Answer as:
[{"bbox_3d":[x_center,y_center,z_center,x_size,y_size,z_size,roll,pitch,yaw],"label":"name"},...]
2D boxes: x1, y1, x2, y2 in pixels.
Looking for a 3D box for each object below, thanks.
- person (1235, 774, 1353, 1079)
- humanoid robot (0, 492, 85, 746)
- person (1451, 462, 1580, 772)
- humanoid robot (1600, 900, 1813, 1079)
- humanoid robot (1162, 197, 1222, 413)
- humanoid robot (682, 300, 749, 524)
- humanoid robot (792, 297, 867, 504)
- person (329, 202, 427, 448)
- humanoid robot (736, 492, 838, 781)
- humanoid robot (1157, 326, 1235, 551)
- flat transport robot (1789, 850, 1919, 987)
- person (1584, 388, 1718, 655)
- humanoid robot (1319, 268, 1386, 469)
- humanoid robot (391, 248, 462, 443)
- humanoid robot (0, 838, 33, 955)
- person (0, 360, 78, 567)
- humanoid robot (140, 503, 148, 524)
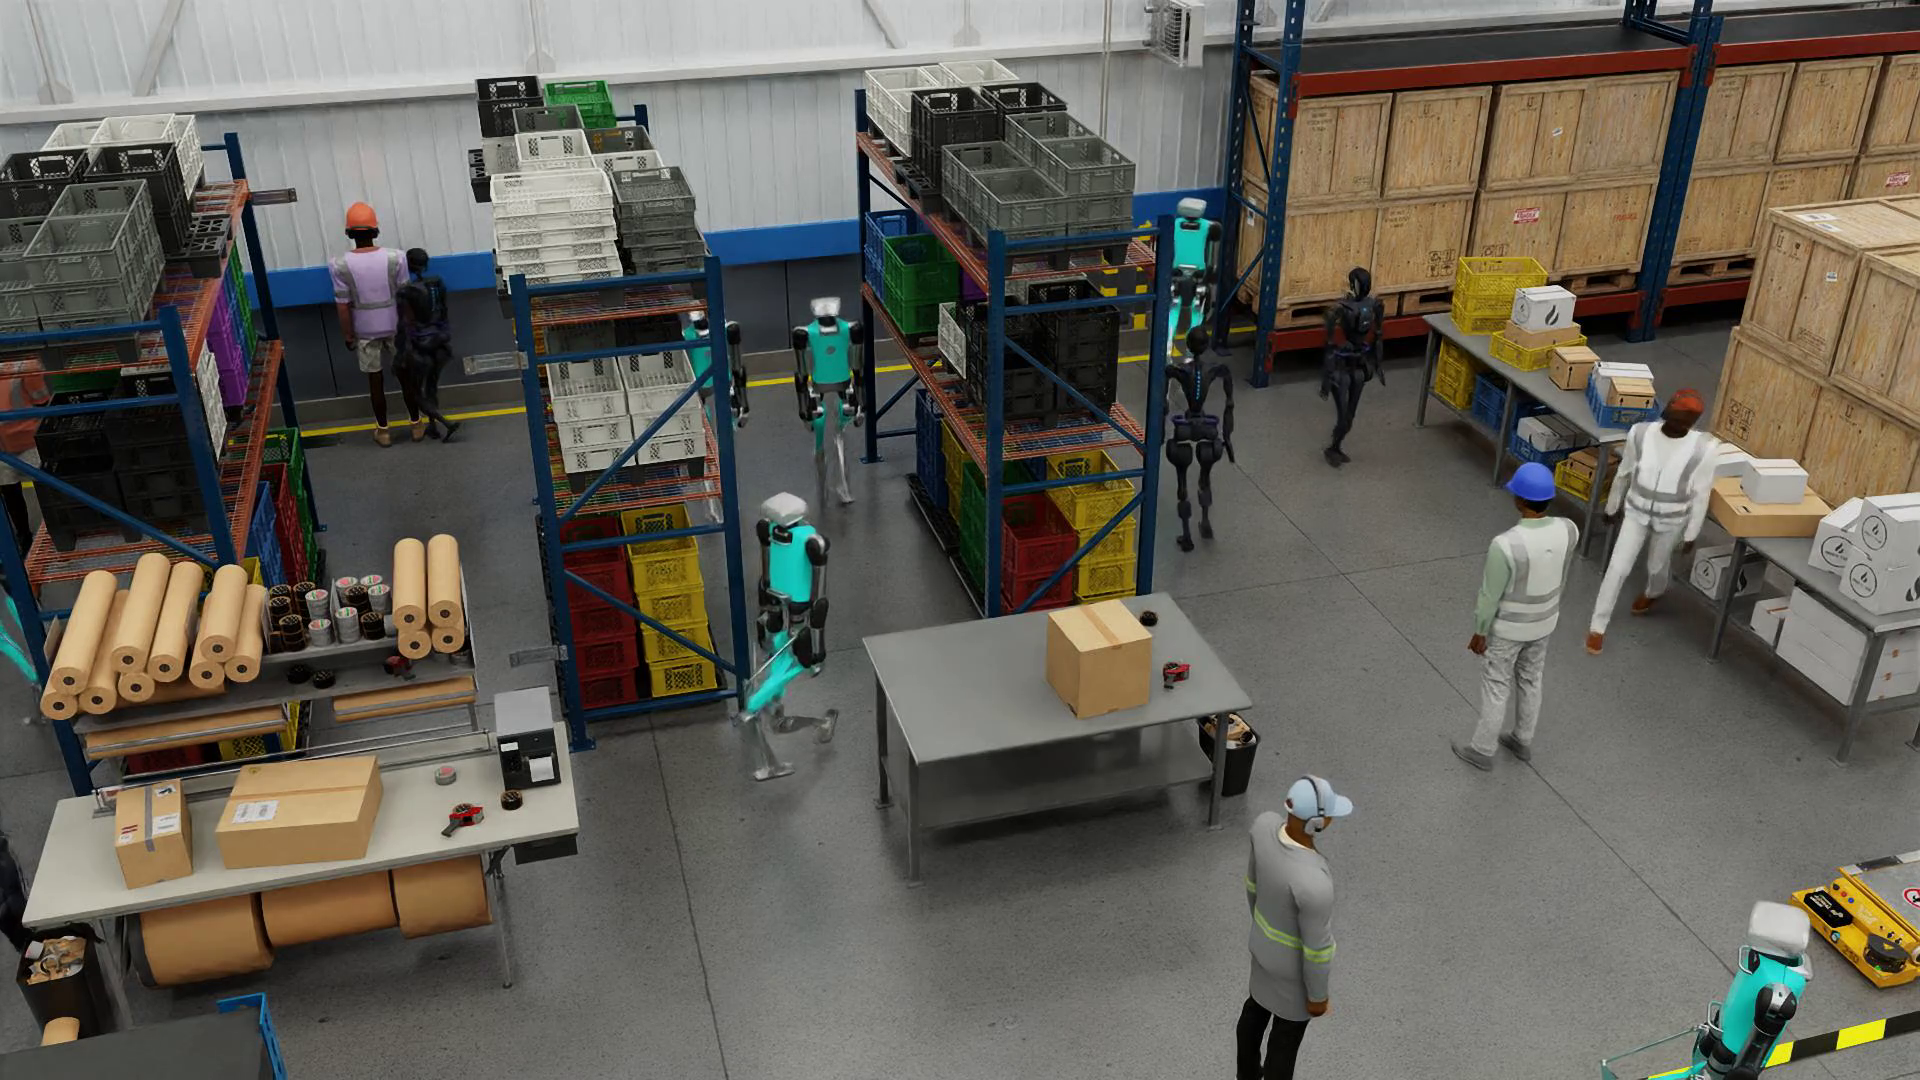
[{"bbox_3d":[1.450,1.795,7.253,0.384,1.851,0.588,-10,30,-17],"label":"person"},{"bbox_3d":[-5.528,0.499,9.819,0.796,1.850,0.554,15,32,25],"label":"humanoid robot"},{"bbox_3d":[3.208,0.452,9.610,0.605,1.939,0.421,-12,31,-21],"label":"person"},{"bbox_3d":[2.864,2.101,6.675,0.735,1.677,0.533,12,31,21],"label":"humanoid robot"},{"bbox_3d":[1.896,-1.940,14.226,0.551,1.819,0.867,7,30,13],"label":"humanoid robot"},{"bbox_3d":[-1.920,-1.046,12.565,0.577,1.787,0.867,-10,30,-17],"label":"humanoid robot"},{"bbox_3d":[-0.988,-1.007,12.563,0.542,1.885,0.738,-6,29,-10],"label":"humanoid robot"},{"bbox_3d":[-4.700,-1.730,13.471,0.606,2.043,0.374,-12,31,-20],"label":"person"},{"bbox_3d":[-1.078,0.618,9.514,0.585,1.736,0.996,24,37,37],"label":"humanoid robot"},{"bbox_3d":[1.698,-0.732,12.044,0.613,1.640,0.447,-1,29,-1],"label":"humanoid robot"},{"bbox_3d":[5.163,1.916,8.676,1.431,0.231,0.659,-8,30,-14],"label":"flat transport robot"},{"bbox_3d":[4.541,-0.181,10.867,0.644,1.848,0.884,19,34,31],"label":"person"},{"bbox_3d":[3.105,-1.369,13.196,0.589,1.648,0.390,-14,32,-23],"label":"humanoid robot"},{"bbox_3d":[-4.348,-1.579,13.588,0.493,1.632,0.597,15,32,25],"label":"humanoid robot"},{"bbox_3d":[-4.649,1.634,7.768,0.602,1.628,0.764,0,29,0],"label":"humanoid robot"},{"bbox_3d":[-6.666,-0.710,11.692,0.609,1.965,0.363,-4,29,-7],"label":"person"},{"bbox_3d":[-6.206,-0.889,12.315,0.615,1.647,0.433,21,35,33],"label":"humanoid robot"}]
